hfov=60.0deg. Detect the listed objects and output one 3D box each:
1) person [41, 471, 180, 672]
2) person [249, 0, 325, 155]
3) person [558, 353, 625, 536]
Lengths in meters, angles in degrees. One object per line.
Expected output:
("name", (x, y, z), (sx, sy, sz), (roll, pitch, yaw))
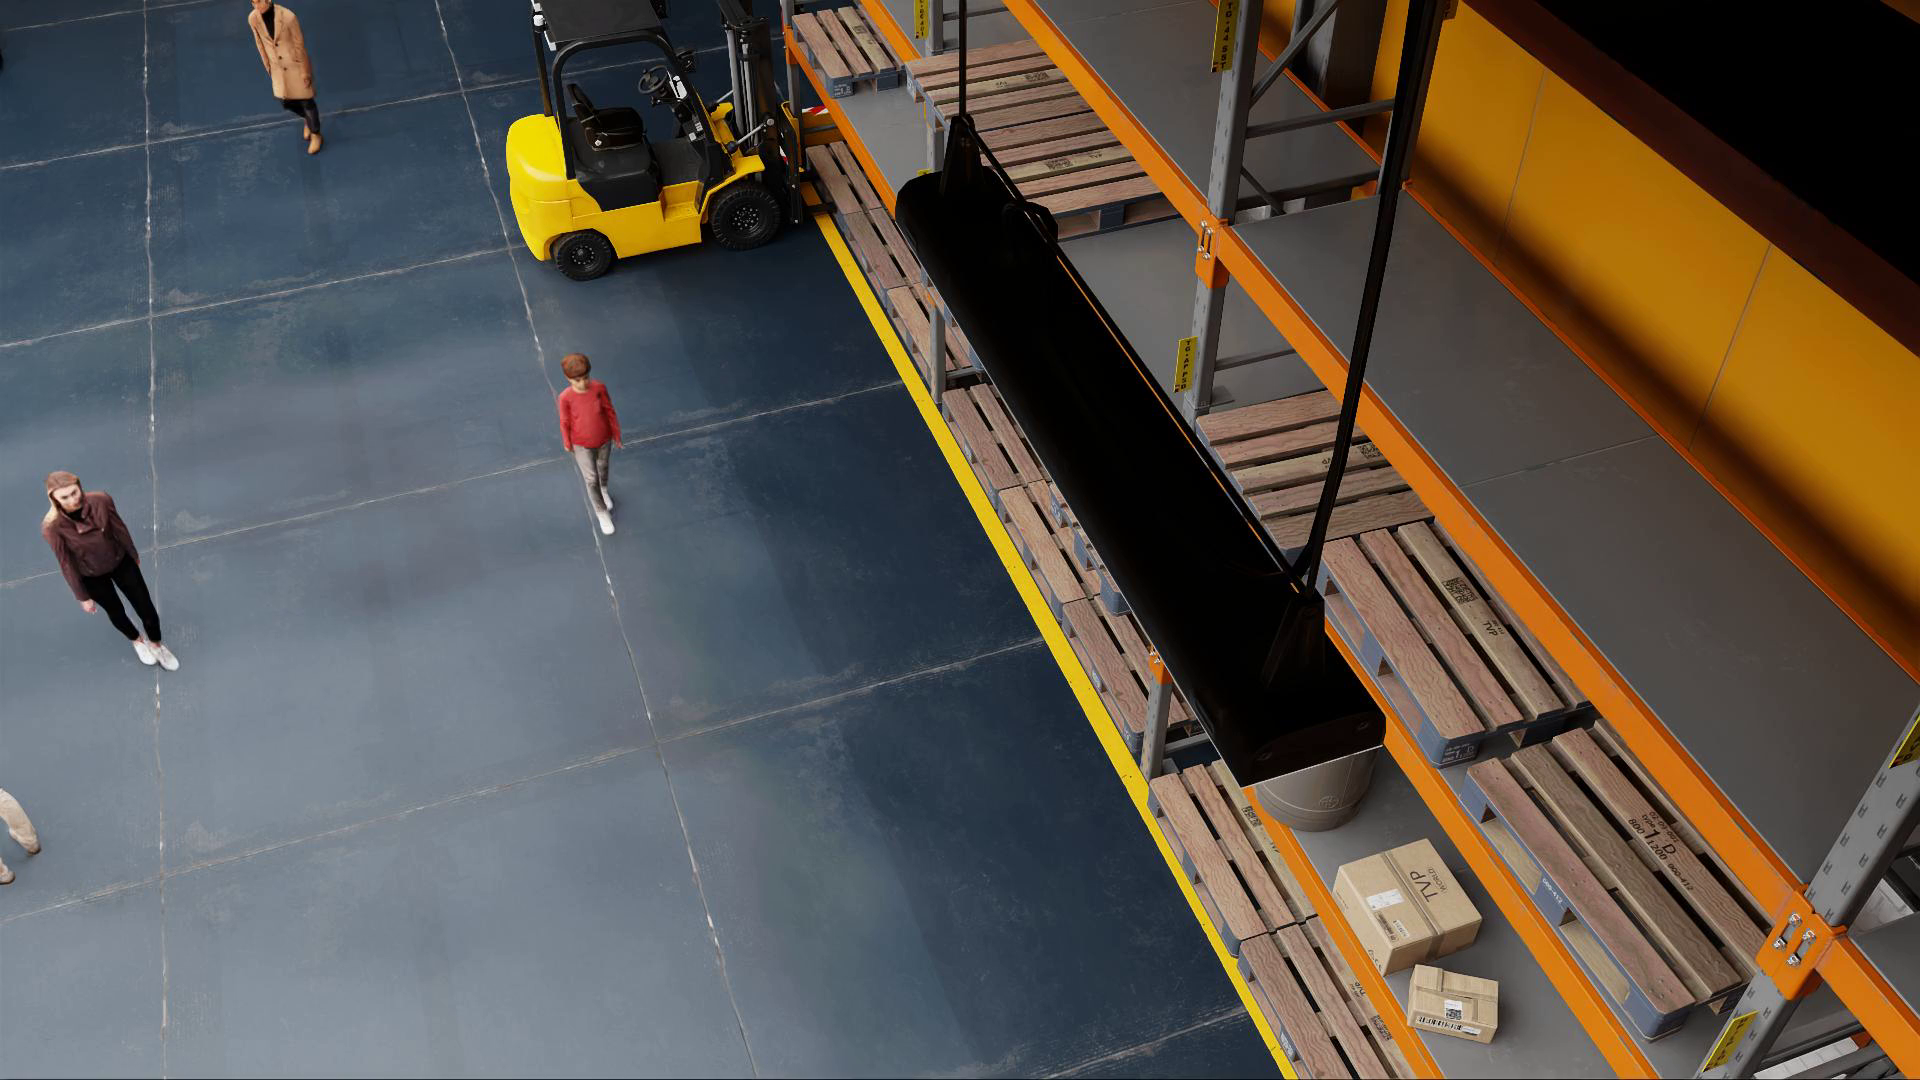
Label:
("person", (-5.490, 0.164, 10.622), (0.735, 1.687, 0.775), (-33, 53, -30))
("person", (-6.180, -4.458, 15.465), (0.810, 1.699, 0.895), (3, 44, 4))
("person", (-2.644, -0.776, 11.815), (0.610, 1.402, 0.803), (-21, 48, -21))
